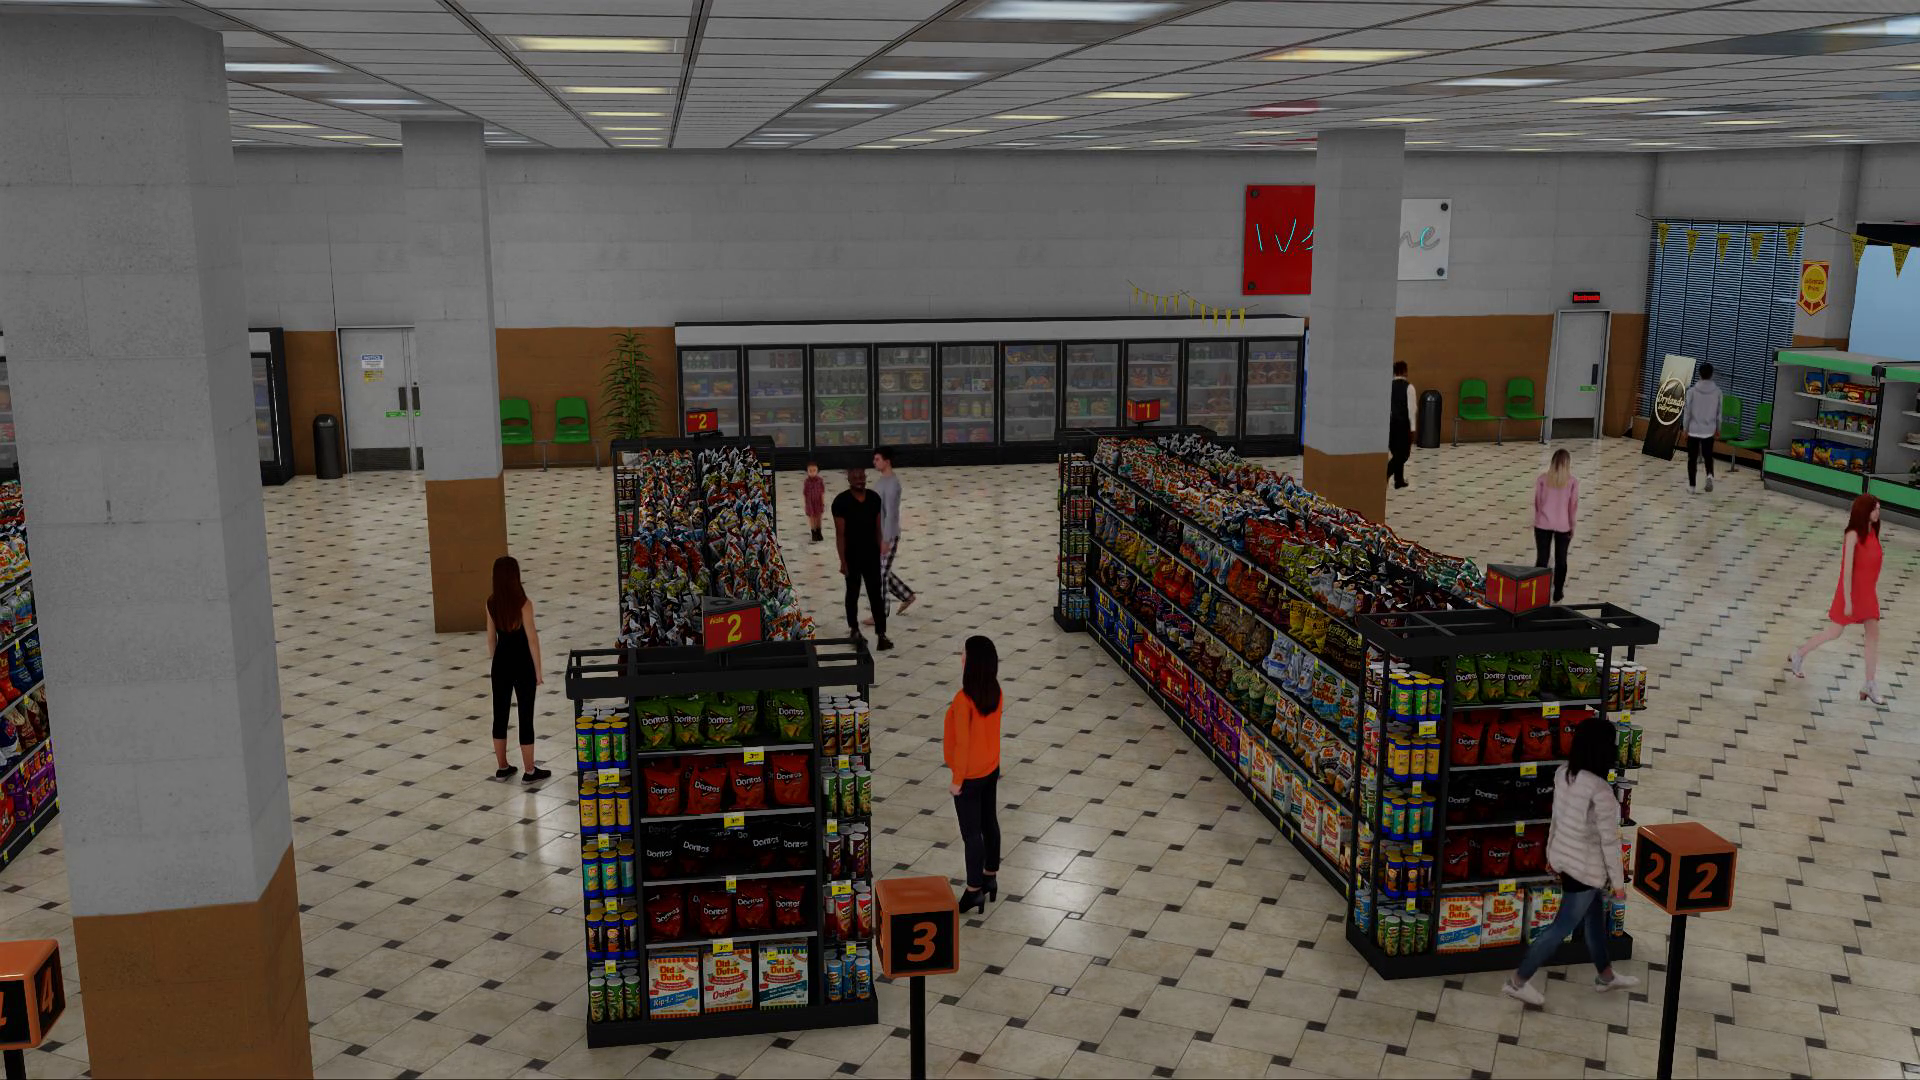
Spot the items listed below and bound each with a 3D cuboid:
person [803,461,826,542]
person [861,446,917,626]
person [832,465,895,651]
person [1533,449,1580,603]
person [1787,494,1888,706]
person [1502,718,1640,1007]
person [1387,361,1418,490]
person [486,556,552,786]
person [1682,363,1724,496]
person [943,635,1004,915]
[{"bbox_3d":[-1.846,-0.496,21.064,0.436,1.010,0.469,-3,12,-12],"label":"person"},{"bbox_3d":[-0.703,-0.056,16.976,0.717,1.835,0.740,-2,12,-11],"label":"person"},{"bbox_3d":[-1.011,0.165,16.047,0.862,1.786,1.142,-6,13,-27],"label":"person"},{"bbox_3d":[6.313,-0.139,17.730,0.828,1.686,0.944,5,13,21],"label":"person"},{"bbox_3d":[7.666,0.503,14.428,0.862,1.792,1.215,-6,14,-28],"label":"person"},{"bbox_3d":[3.263,1.760,8.918,0.704,1.601,1.000,-2,12,-11],"label":"person"},{"bbox_3d":[6.393,-1.649,24.385,1.082,1.900,1.127,-10,16,-40],"label":"person"},{"bbox_3d":[-3.338,0.963,12.398,0.639,1.726,0.650,4,13,18],"label":"person"},{"bbox_3d":[10.738,-1.582,24.029,0.892,1.914,1.074,2,12,10],"label":"person"},{"bbox_3d":[0.103,1.420,10.173,0.767,1.749,0.687,6,14,28],"label":"person"}]
